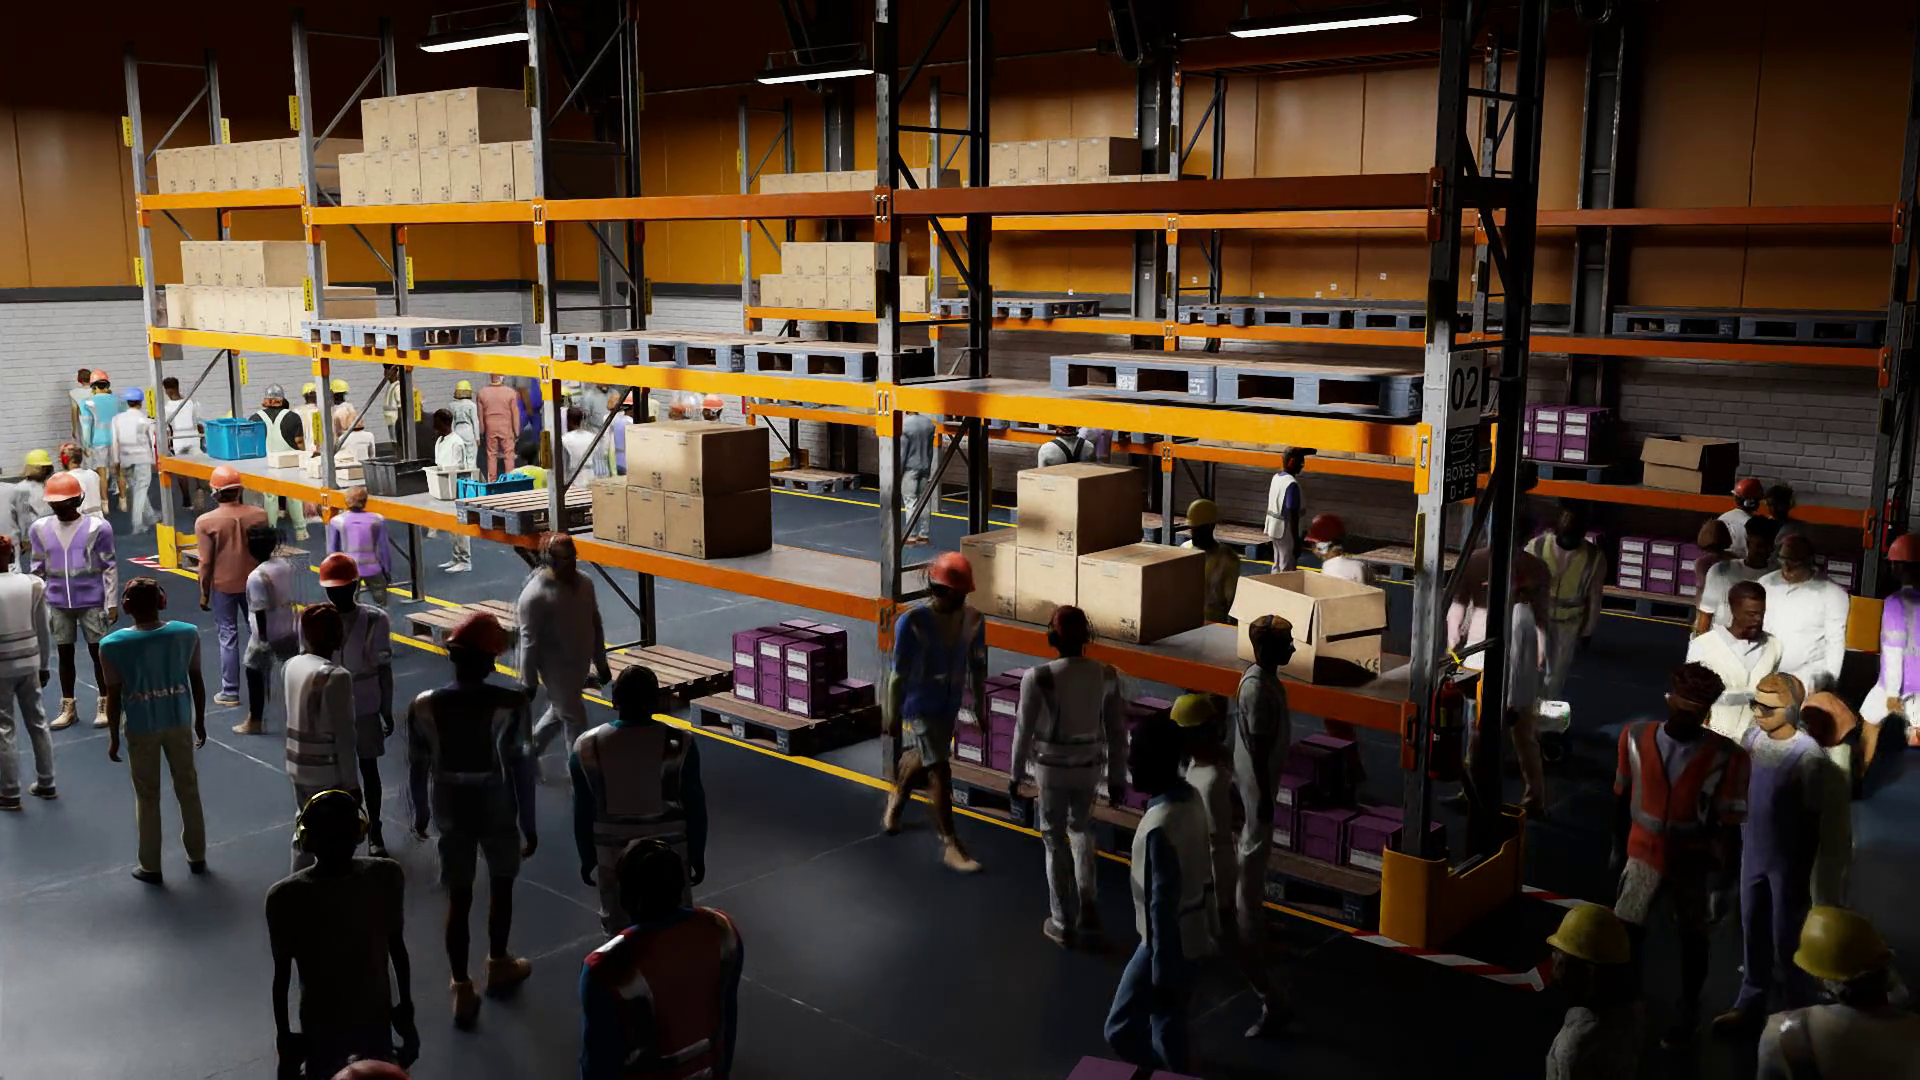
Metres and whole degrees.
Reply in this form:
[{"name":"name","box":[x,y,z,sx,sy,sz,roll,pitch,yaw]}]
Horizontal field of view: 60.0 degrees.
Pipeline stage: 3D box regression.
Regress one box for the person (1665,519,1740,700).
[{"name":"person","box":[6.126,0.633,13.403,0.509,1.585,0.863,-4,11,-20]}]

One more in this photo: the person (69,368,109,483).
[{"name":"person","box":[-13.786,-1.794,26.373,0.389,1.850,0.567,9,13,41]}]

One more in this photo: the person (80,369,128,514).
[{"name":"person","box":[-12.109,-1.392,23.553,0.371,2.044,0.608,9,13,41]}]

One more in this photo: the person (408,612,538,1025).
[{"name":"person","box":[-2.398,1.341,8.206,0.661,2.006,0.667,0,10,-3]}]

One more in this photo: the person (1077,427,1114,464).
[{"name":"person","box":[1.631,-0.796,20.454,0.384,1.948,0.605,9,13,41]}]

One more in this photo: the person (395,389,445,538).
[{"name":"person","box":[-6.959,-0.999,21.600,0.648,1.959,0.600,-1,10,-8]}]

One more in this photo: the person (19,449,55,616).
[{"name":"person","box":[-9.359,-0.071,16.971,0.390,1.732,0.494,4,11,22]}]

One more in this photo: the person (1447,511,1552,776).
[{"name":"person","box":[3.834,0.746,11.849,0.681,1.914,0.422,2,10,13]}]

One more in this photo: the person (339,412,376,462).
[{"name":"person","box":[-7.843,-0.855,21.672,0.279,1.634,0.499,9,13,41]}]

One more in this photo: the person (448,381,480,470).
[{"name":"person","box":[-7.541,-1.562,25.387,0.484,1.735,0.311,2,10,13]}]

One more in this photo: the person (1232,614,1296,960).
[{"name":"person","box":[1.630,1.300,8.893,0.345,1.846,0.508,2,10,10]}]

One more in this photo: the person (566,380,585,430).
[{"name":"person","box":[-7.179,-2.572,30.682,0.355,1.882,0.576,9,13,41]}]

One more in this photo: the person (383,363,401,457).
[{"name":"person","box":[-9.048,-1.900,26.643,0.367,1.966,0.606,-6,12,-32]}]

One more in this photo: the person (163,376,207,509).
[{"name":"person","box":[-11.049,-1.367,23.707,0.639,1.939,0.682,-8,13,-38]}]

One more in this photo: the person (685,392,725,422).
[{"name":"person","box":[-3.850,-1.585,25.107,0.634,1.879,0.974,-1,10,-8]}]

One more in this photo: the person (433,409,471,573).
[{"name":"person","box":[-5.904,-0.580,19.360,0.391,1.911,0.584,-8,13,-38]}]

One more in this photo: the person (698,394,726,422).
[{"name":"person","box":[-2.972,-0.777,20.208,0.379,1.996,0.611,-2,10,-12]}]

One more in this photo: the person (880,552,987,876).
[{"name":"person","box":[-0.196,0.995,10.325,0.624,1.975,1.060,-7,12,-35]}]

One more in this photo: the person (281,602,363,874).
[{"name":"person","box":[-3.461,1.266,9.036,0.592,1.872,0.371,9,13,41]}]

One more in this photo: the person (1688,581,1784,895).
[{"name":"person","box":[4.436,1.174,9.474,0.598,1.888,0.758,-1,10,-7]}]

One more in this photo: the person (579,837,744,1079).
[{"name":"person","box":[-1.022,1.883,5.601,0.429,1.847,0.627,9,13,41]}]

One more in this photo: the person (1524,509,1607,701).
[{"name":"person","box":[4.566,0.643,12.731,0.675,1.805,0.478,4,11,20]}]

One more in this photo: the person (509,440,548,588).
[{"name":"person","box":[-4.646,-0.247,18.107,0.593,1.684,0.538,9,13,41]}]

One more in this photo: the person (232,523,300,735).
[{"name":"person","box":[-5.236,0.689,12.835,0.780,1.670,0.535,2,10,9]}]

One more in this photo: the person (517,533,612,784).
[{"name":"person","box":[-2.756,0.852,11.390,0.955,1.868,0.635,4,11,24]}]

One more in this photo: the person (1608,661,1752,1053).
[{"name":"person","box":[3.240,1.492,7.603,0.620,1.910,0.889,8,13,38]}]

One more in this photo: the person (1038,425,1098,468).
[{"name":"person","box":[1.126,-0.451,18.242,0.683,2.000,0.538,-4,11,-22]}]

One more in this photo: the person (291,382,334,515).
[{"name":"person","box":[-8.946,-1.224,23.039,0.643,1.890,0.706,-7,12,-36]}]

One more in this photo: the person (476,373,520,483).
[{"name":"person","box":[-7.102,-1.699,25.682,0.646,1.904,0.401,0,10,2]}]

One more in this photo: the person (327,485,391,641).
[{"name":"person","box":[-5.460,0.310,15.123,0.545,1.623,0.378,-4,11,-23]}]

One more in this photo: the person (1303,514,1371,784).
[{"name":"person","box":[2.552,0.802,11.374,0.662,1.968,0.505,-10,14,-43]}]

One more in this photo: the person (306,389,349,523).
[{"name":"person","box":[-8.569,-1.154,22.719,0.890,1.863,0.627,-3,11,-19]}]

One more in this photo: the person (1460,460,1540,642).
[{"name":"person","box":[5.181,0.124,15.711,0.973,1.798,0.627,2,10,12]}]

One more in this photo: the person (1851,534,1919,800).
[{"name":"person","box":[6.306,0.911,11.001,0.542,1.890,1.011,-4,11,-20]}]

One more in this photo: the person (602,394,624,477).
[{"name":"person","box":[-5.007,-1.325,24.323,0.285,1.636,0.500,9,13,41]}]
